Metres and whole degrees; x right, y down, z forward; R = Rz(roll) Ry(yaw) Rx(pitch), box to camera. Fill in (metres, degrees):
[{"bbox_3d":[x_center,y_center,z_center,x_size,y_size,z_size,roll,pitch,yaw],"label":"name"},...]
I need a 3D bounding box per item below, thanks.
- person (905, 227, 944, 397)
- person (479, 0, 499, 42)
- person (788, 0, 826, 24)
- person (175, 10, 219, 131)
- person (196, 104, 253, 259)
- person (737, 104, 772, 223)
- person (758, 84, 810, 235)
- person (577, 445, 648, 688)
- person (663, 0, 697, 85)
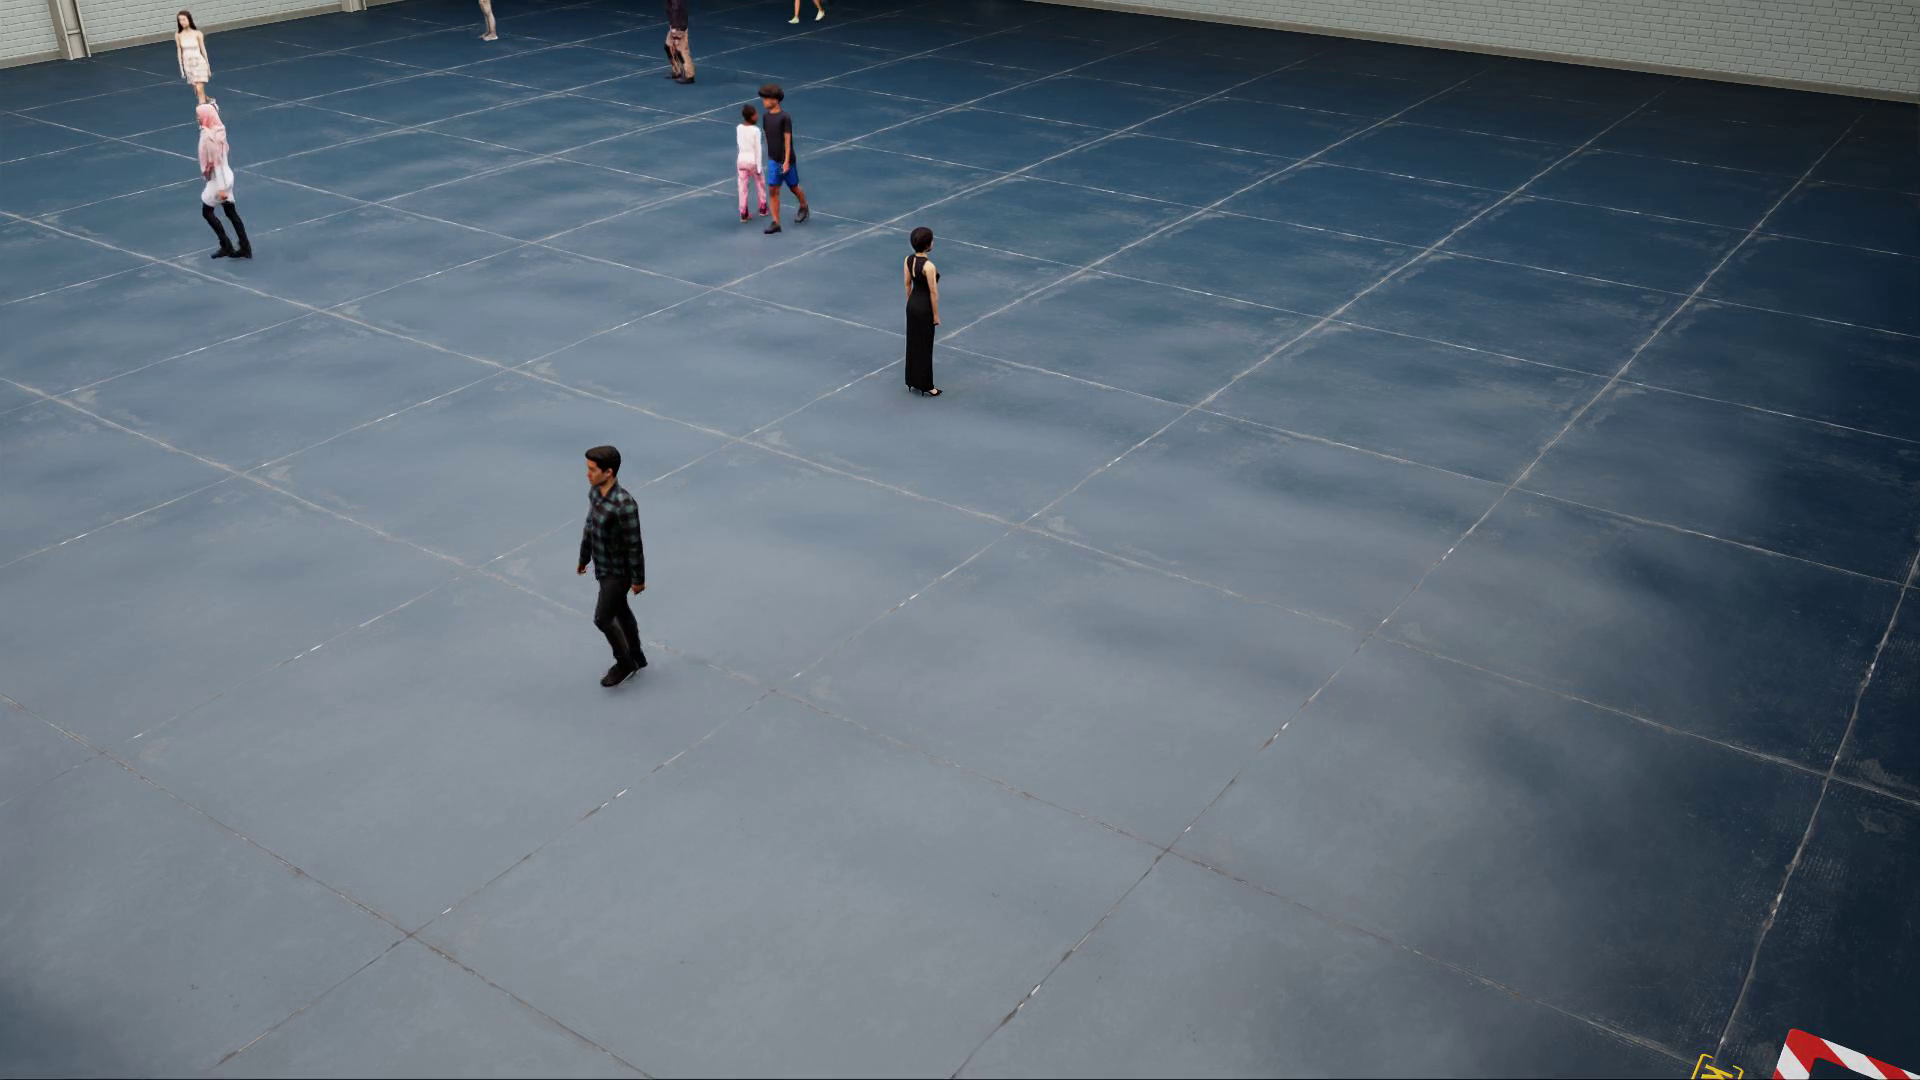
[{"bbox_3d":[-0.366,-2.136,15.532,0.610,1.602,0.635,-21,34,-35],"label":"person"},{"bbox_3d":[-8.958,-10.288,31.311,0.688,1.651,0.674,-12,30,-22],"label":"person"},{"bbox_3d":[-2.981,-11.098,32.774,0.681,1.752,1.170,22,35,36],"label":"person"},{"bbox_3d":[-11.442,-7.072,24.995,0.924,1.715,1.041,-1,27,-2],"label":"person"},{"bbox_3d":[-8.410,-4.101,19.144,0.861,1.790,0.800,-4,28,-8],"label":"person"},{"bbox_3d":[-2.650,-4.662,20.627,0.645,1.429,0.823,11,29,20],"label":"person"},{"bbox_3d":[-2.111,-4.644,20.236,0.673,1.754,1.170,13,30,24],"label":"person"},{"bbox_3d":[-2.226,0.137,10.967,0.756,1.702,0.777,-15,31,-27],"label":"person"},{"bbox_3d":[-4.603,-8.566,27.692,0.959,1.902,0.901,-5,28,-10],"label":"person"}]
